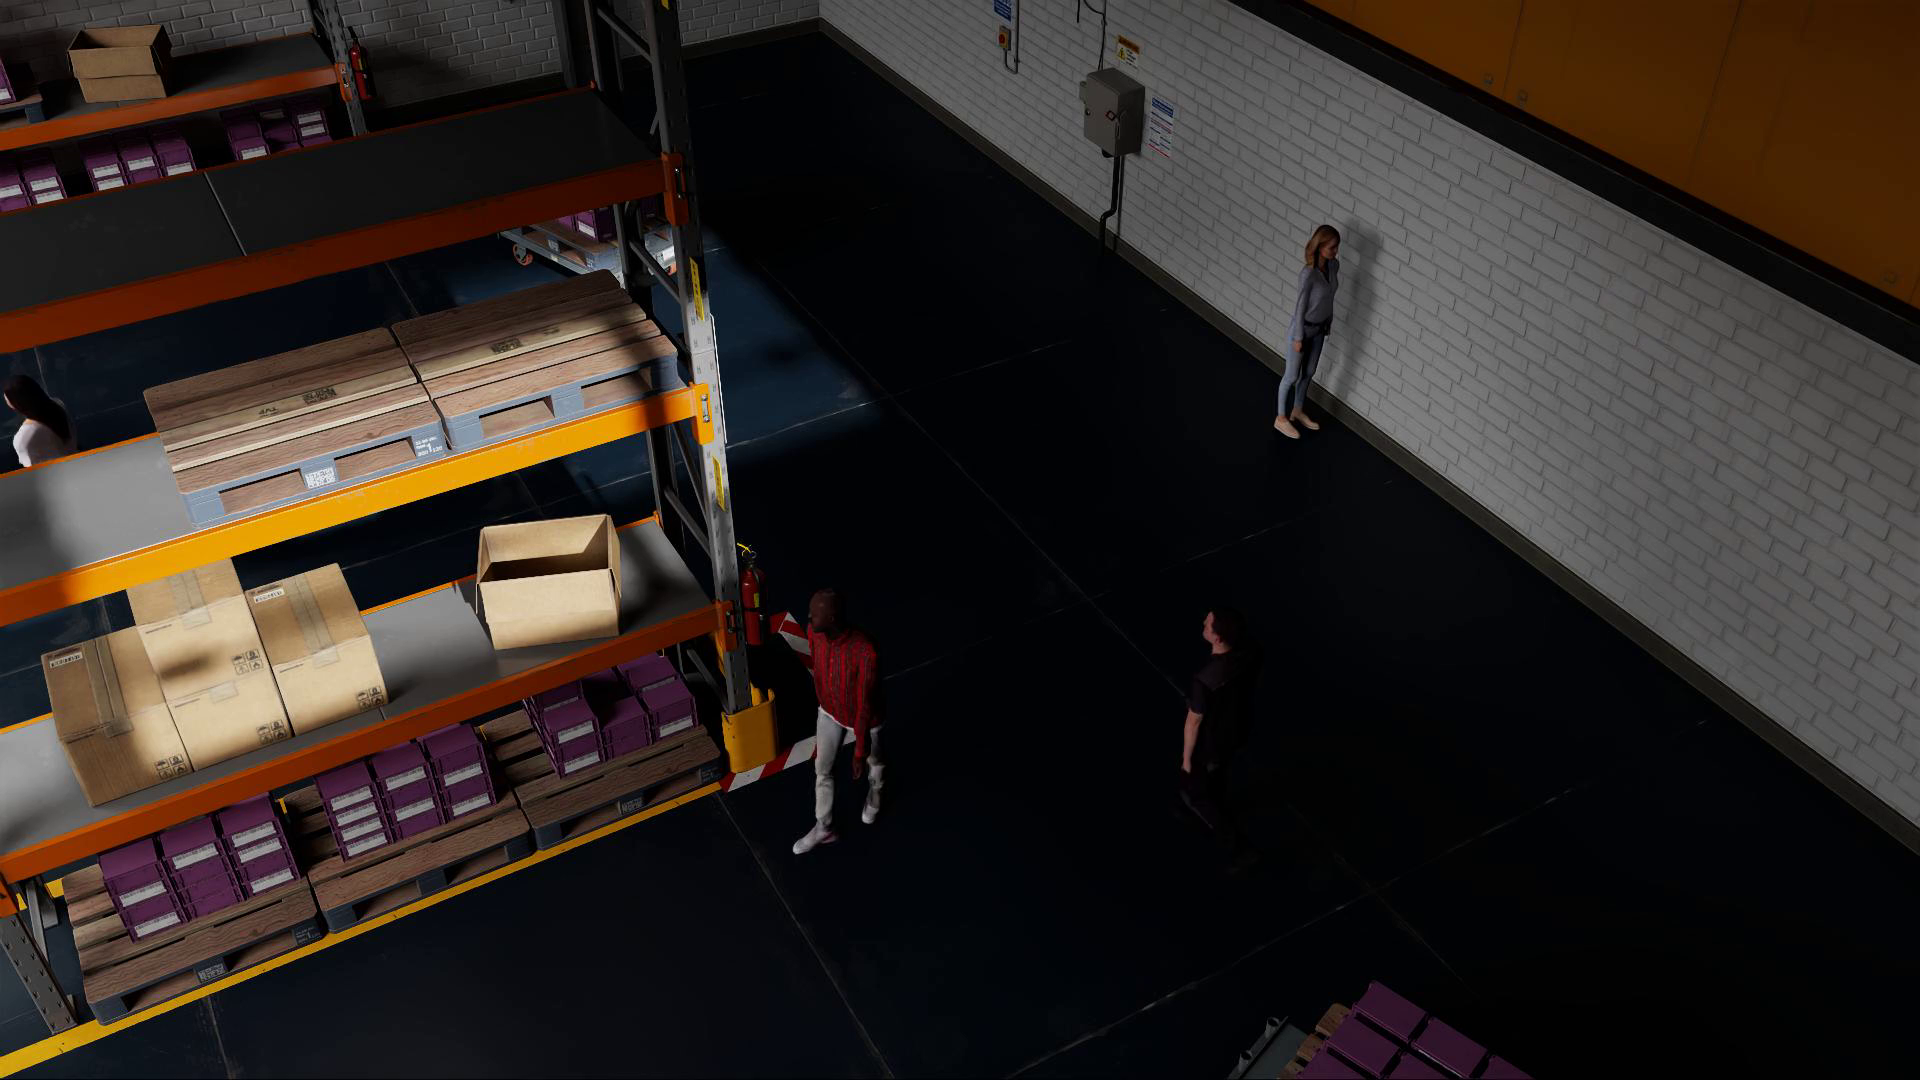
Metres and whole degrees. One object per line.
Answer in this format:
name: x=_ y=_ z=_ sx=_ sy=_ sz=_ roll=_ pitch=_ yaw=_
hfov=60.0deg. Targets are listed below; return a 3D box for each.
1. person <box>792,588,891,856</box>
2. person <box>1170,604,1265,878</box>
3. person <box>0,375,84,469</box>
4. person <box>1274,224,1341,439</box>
person: x=-0.580 y=0.927 z=9.588 sx=1.004 sy=1.790 sz=1.133 roll=17 pitch=42 yaw=20
person: x=1.506 y=1.134 z=9.296 sx=0.952 sy=1.830 sz=1.010 roll=31 pitch=48 yaw=32
person: x=-6.037 y=-0.409 z=11.362 sx=0.835 sy=1.664 sz=0.806 roll=-3 pitch=39 yaw=-4
person: x=2.669 y=-1.608 z=12.758 sx=0.507 sy=1.795 sz=0.681 roll=-28 pitch=46 yaw=-30
